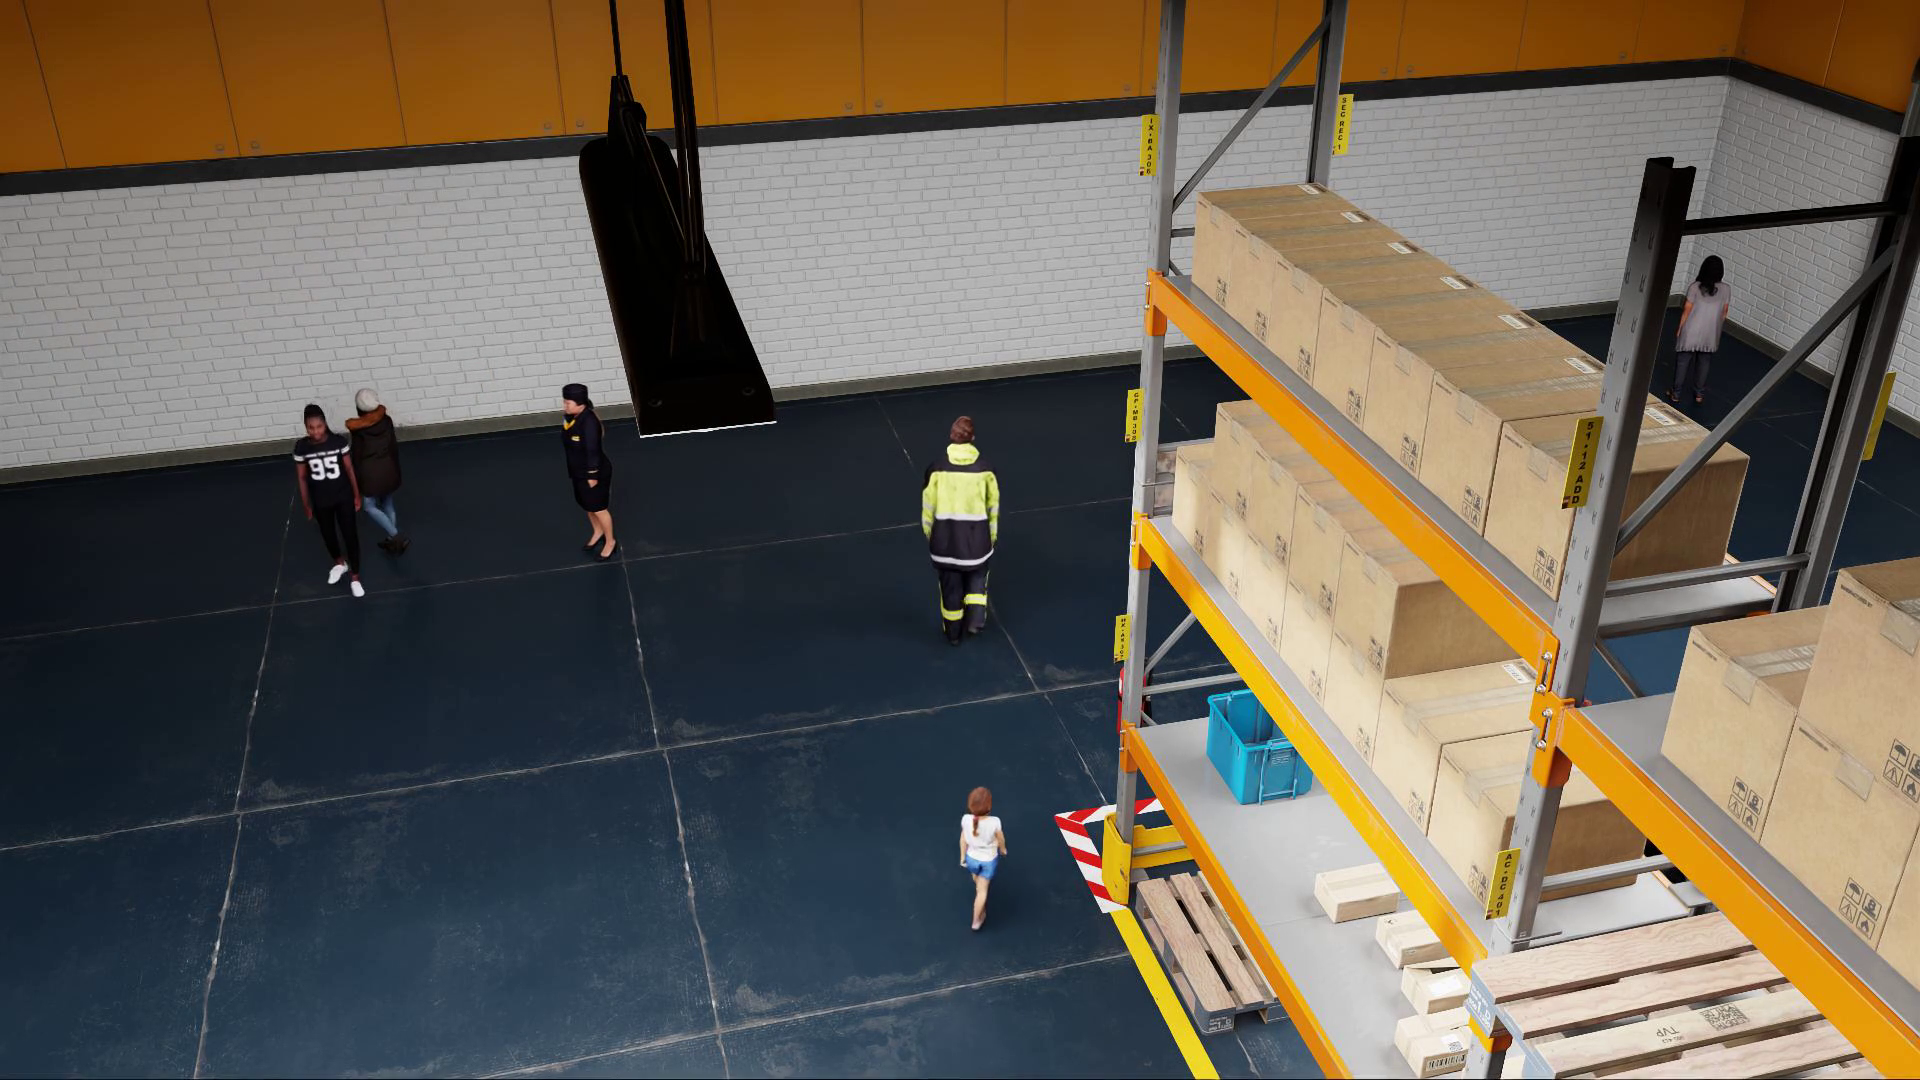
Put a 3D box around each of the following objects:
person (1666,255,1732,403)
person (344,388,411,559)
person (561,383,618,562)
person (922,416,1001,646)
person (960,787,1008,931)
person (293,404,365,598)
[{"bbox_3d":[7.967,-2.277,17.912,0.722,1.609,0.756,2,29,4],"label":"person"},{"bbox_3d":[-5.126,-0.561,14.749,0.941,1.625,0.866,19,34,31],"label":"person"},{"bbox_3d":[-3.294,-0.615,14.802,0.842,1.669,0.707,-20,34,-32],"label":"person"},{"bbox_3d":[-0.001,-0.014,13.392,0.837,1.964,0.794,-2,29,-4],"label":"person"},{"bbox_3d":[0.126,2.045,10.631,0.638,0.993,0.764,9,30,15],"label":"person"},{"bbox_3d":[-5.407,-0.375,14.315,0.662,1.714,0.888,-7,29,-13],"label":"person"}]
